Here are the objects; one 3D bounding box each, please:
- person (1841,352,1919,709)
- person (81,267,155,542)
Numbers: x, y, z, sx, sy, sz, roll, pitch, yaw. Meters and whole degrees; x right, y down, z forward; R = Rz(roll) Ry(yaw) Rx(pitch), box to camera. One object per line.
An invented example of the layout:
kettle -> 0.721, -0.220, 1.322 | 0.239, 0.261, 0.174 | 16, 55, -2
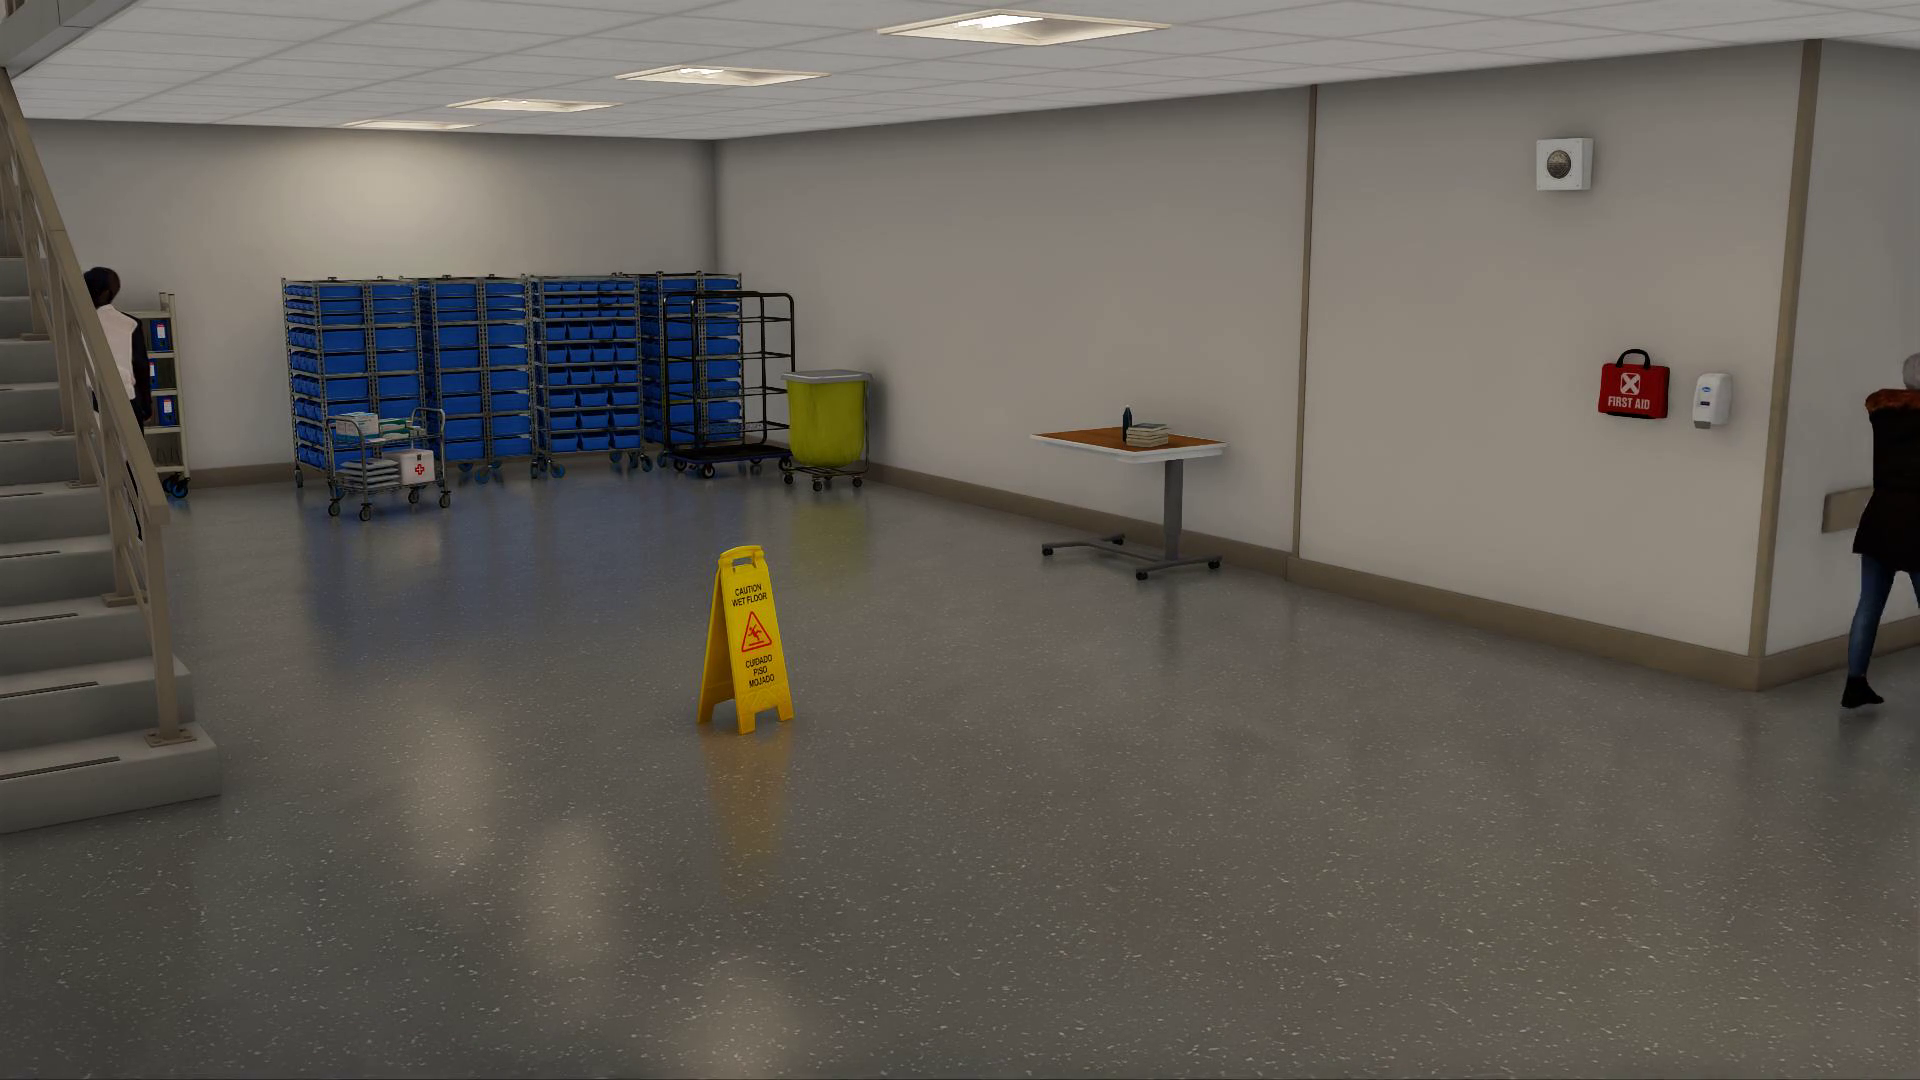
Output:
person -> 4.169, -0.012, 7.445 | 0.770, 1.599, 0.978 | -5, 12, -26
person -> -5.859, -0.928, 11.473 | 0.669, 1.898, 0.561 | -7, 13, -34
